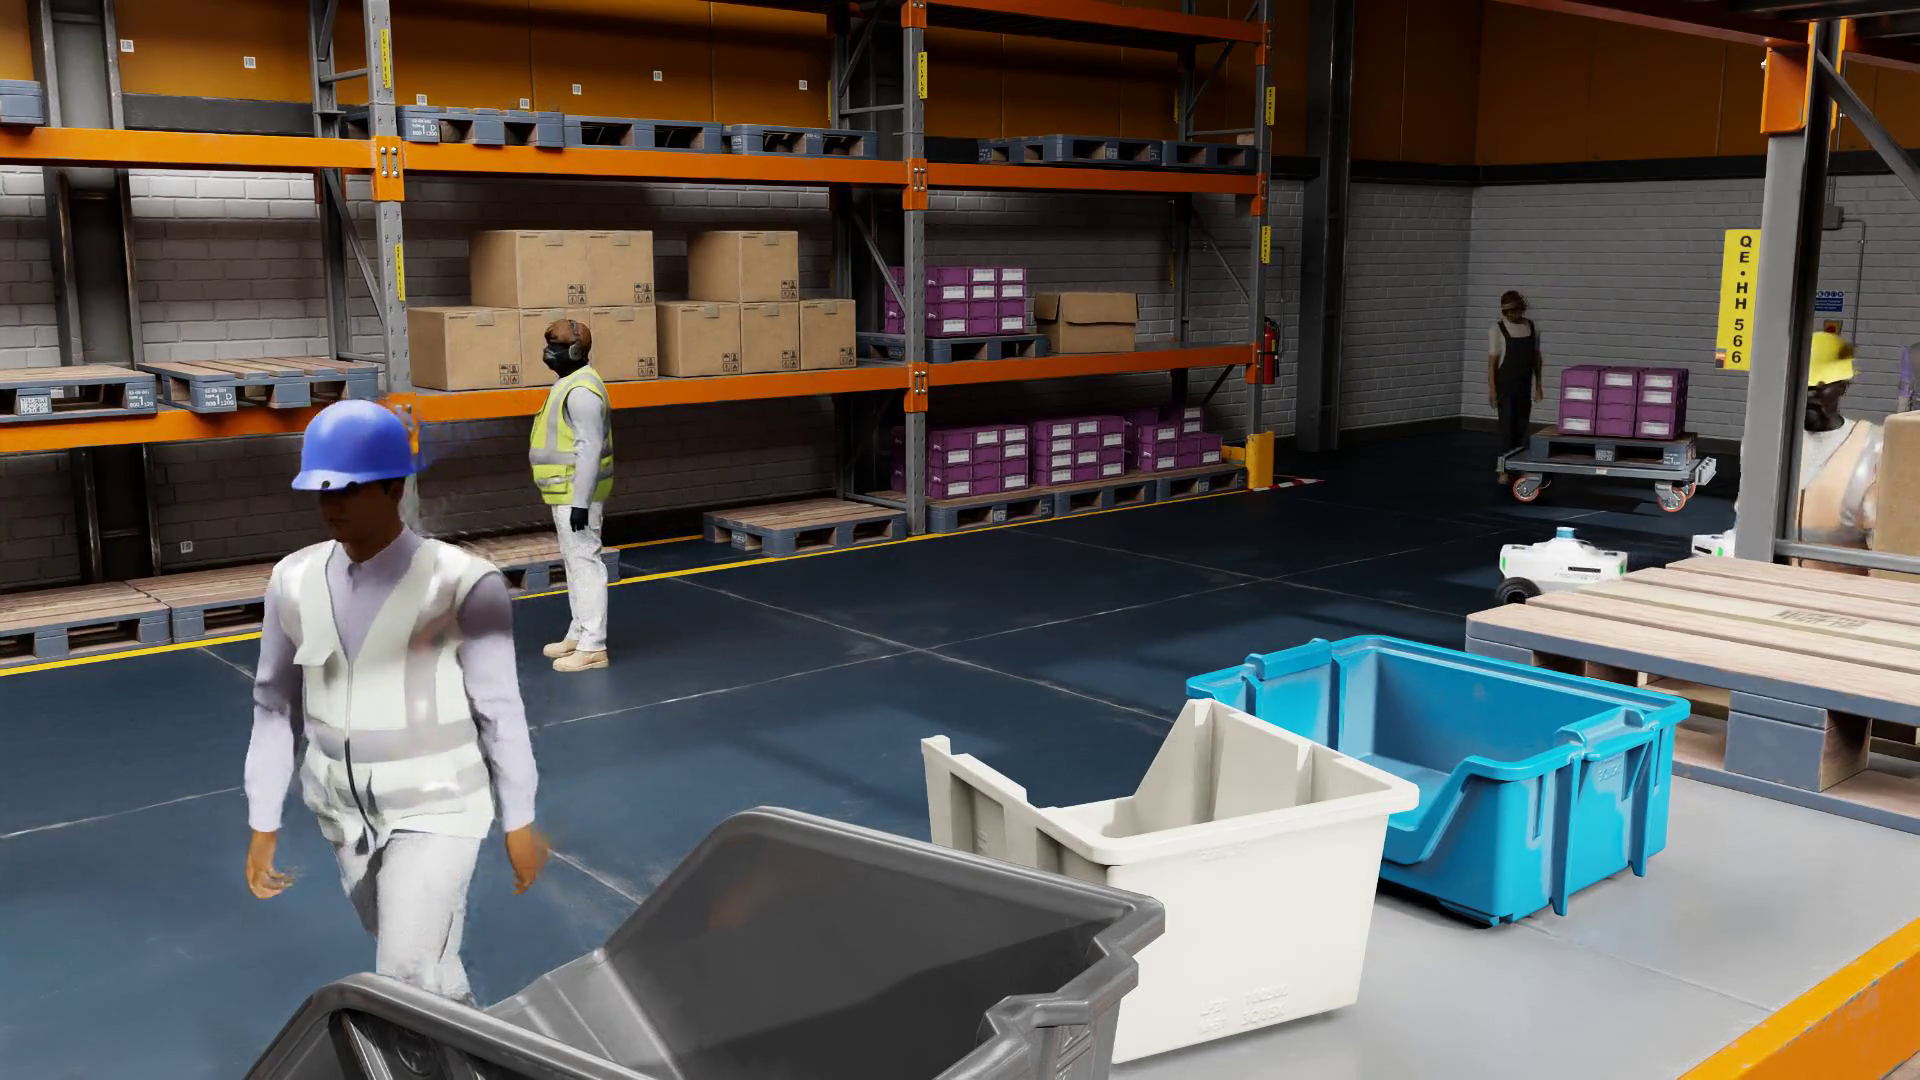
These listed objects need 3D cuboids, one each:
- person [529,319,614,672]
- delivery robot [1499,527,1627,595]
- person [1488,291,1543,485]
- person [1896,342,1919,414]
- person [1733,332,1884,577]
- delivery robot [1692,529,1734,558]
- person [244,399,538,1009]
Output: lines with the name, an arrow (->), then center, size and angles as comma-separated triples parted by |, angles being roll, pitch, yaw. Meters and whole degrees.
person -> -2.046, -0.239, 8.781 | 0.429, 1.846, 0.632 | -4, 11, -20
delivery robot -> 3.577, 0.166, 9.857 | 0.707, 0.478, 0.477 | 4, 11, 22
person -> 5.184, -1.418, 15.534 | 0.669, 1.806, 0.468 | -3, 10, -14
person -> 6.594, -0.702, 11.145 | 0.589, 1.925, 0.373 | 8, 13, 37
person -> 3.182, 0.179, 6.247 | 0.597, 1.909, 0.448 | 9, 13, 41
delivery robot -> 4.934, 0.081, 10.333 | 0.707, 0.478, 0.477 | -1, 10, -9
person -> -1.325, 0.627, 3.788 | 0.644, 1.888, 1.014 | 3, 11, 17
